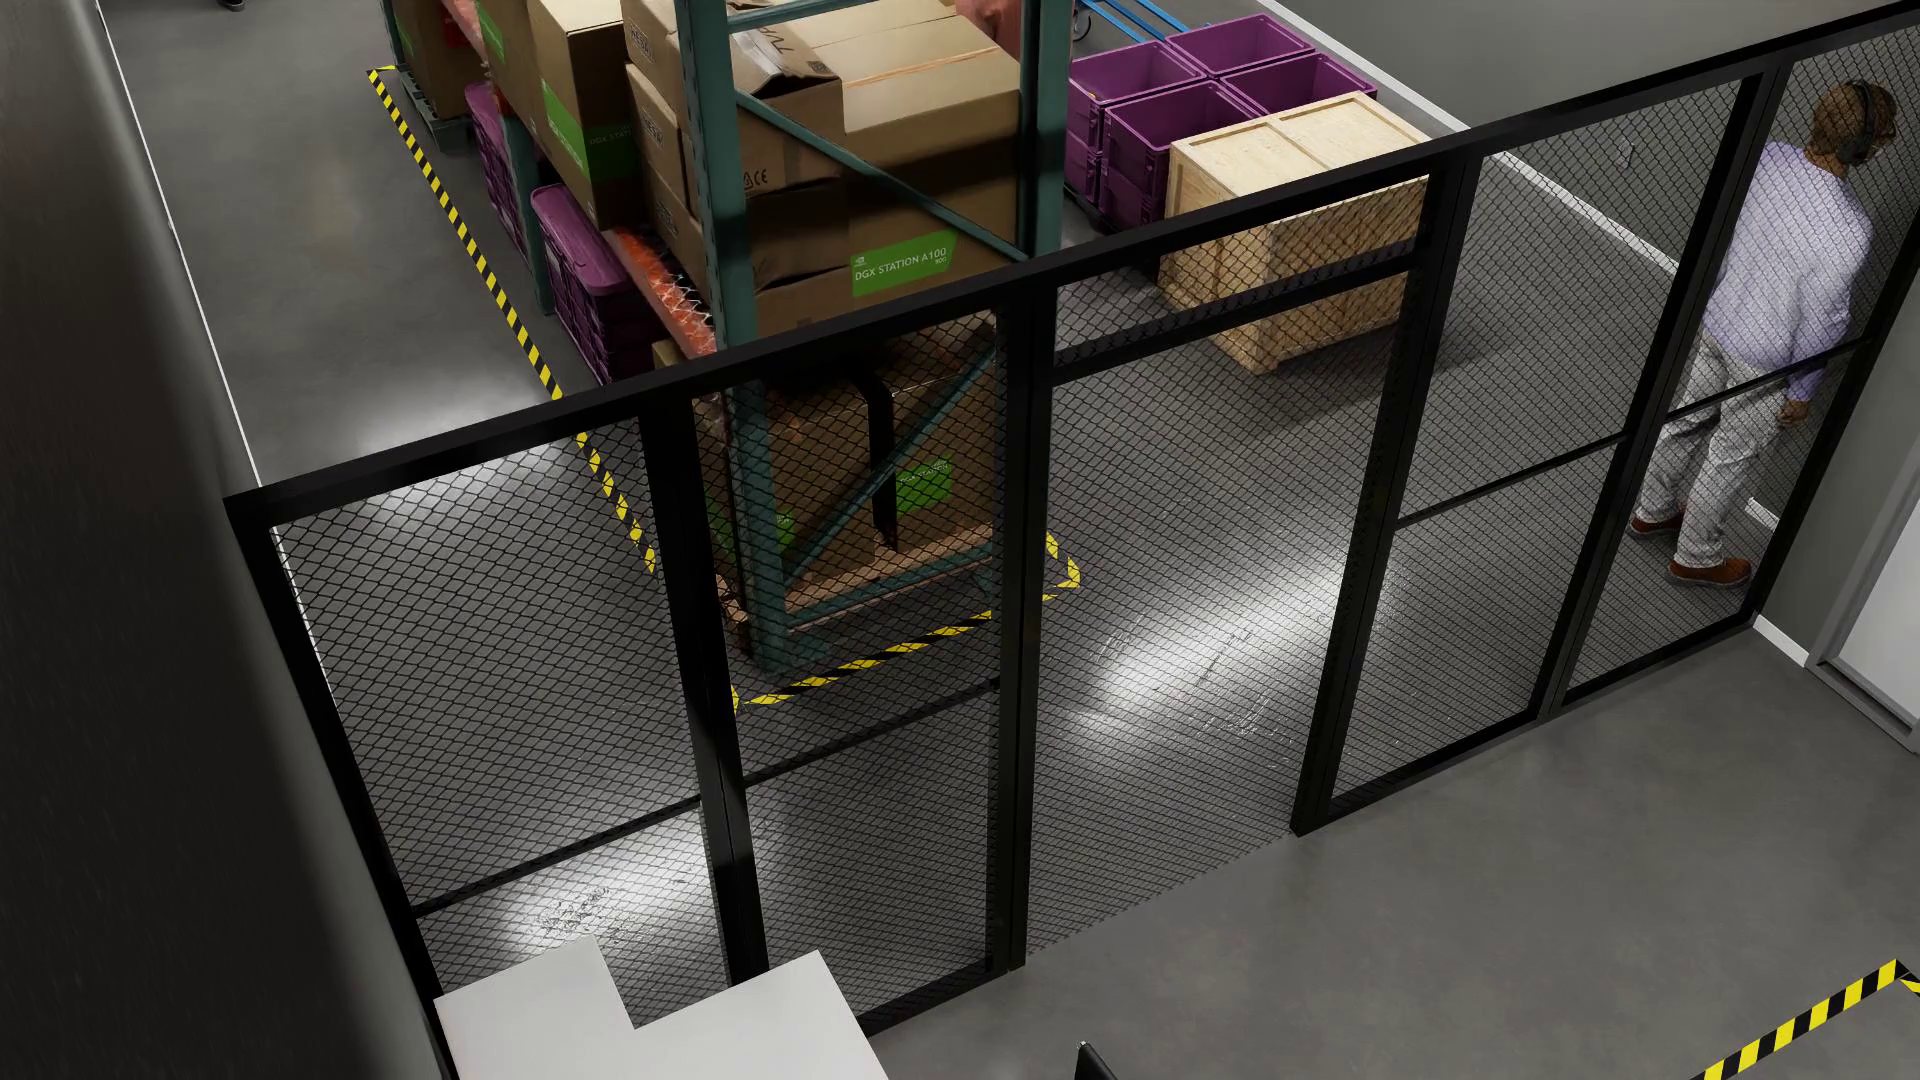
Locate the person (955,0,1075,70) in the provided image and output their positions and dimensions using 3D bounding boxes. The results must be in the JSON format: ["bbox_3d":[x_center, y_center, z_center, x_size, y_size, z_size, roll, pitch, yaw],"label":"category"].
[{"bbox_3d":[0.198,-1.818,6.900,0.616,1.983,0.404,-30,50,-29],"label":"person"}]

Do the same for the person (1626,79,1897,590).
[{"bbox_3d":[2.726,-0.667,5.675,0.372,1.940,0.629,-8,43,-9],"label":"person"}]

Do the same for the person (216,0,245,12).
[{"bbox_3d":[-4.202,-3.893,9.282,0.590,1.833,0.404,-26,48,-25],"label":"person"}]
